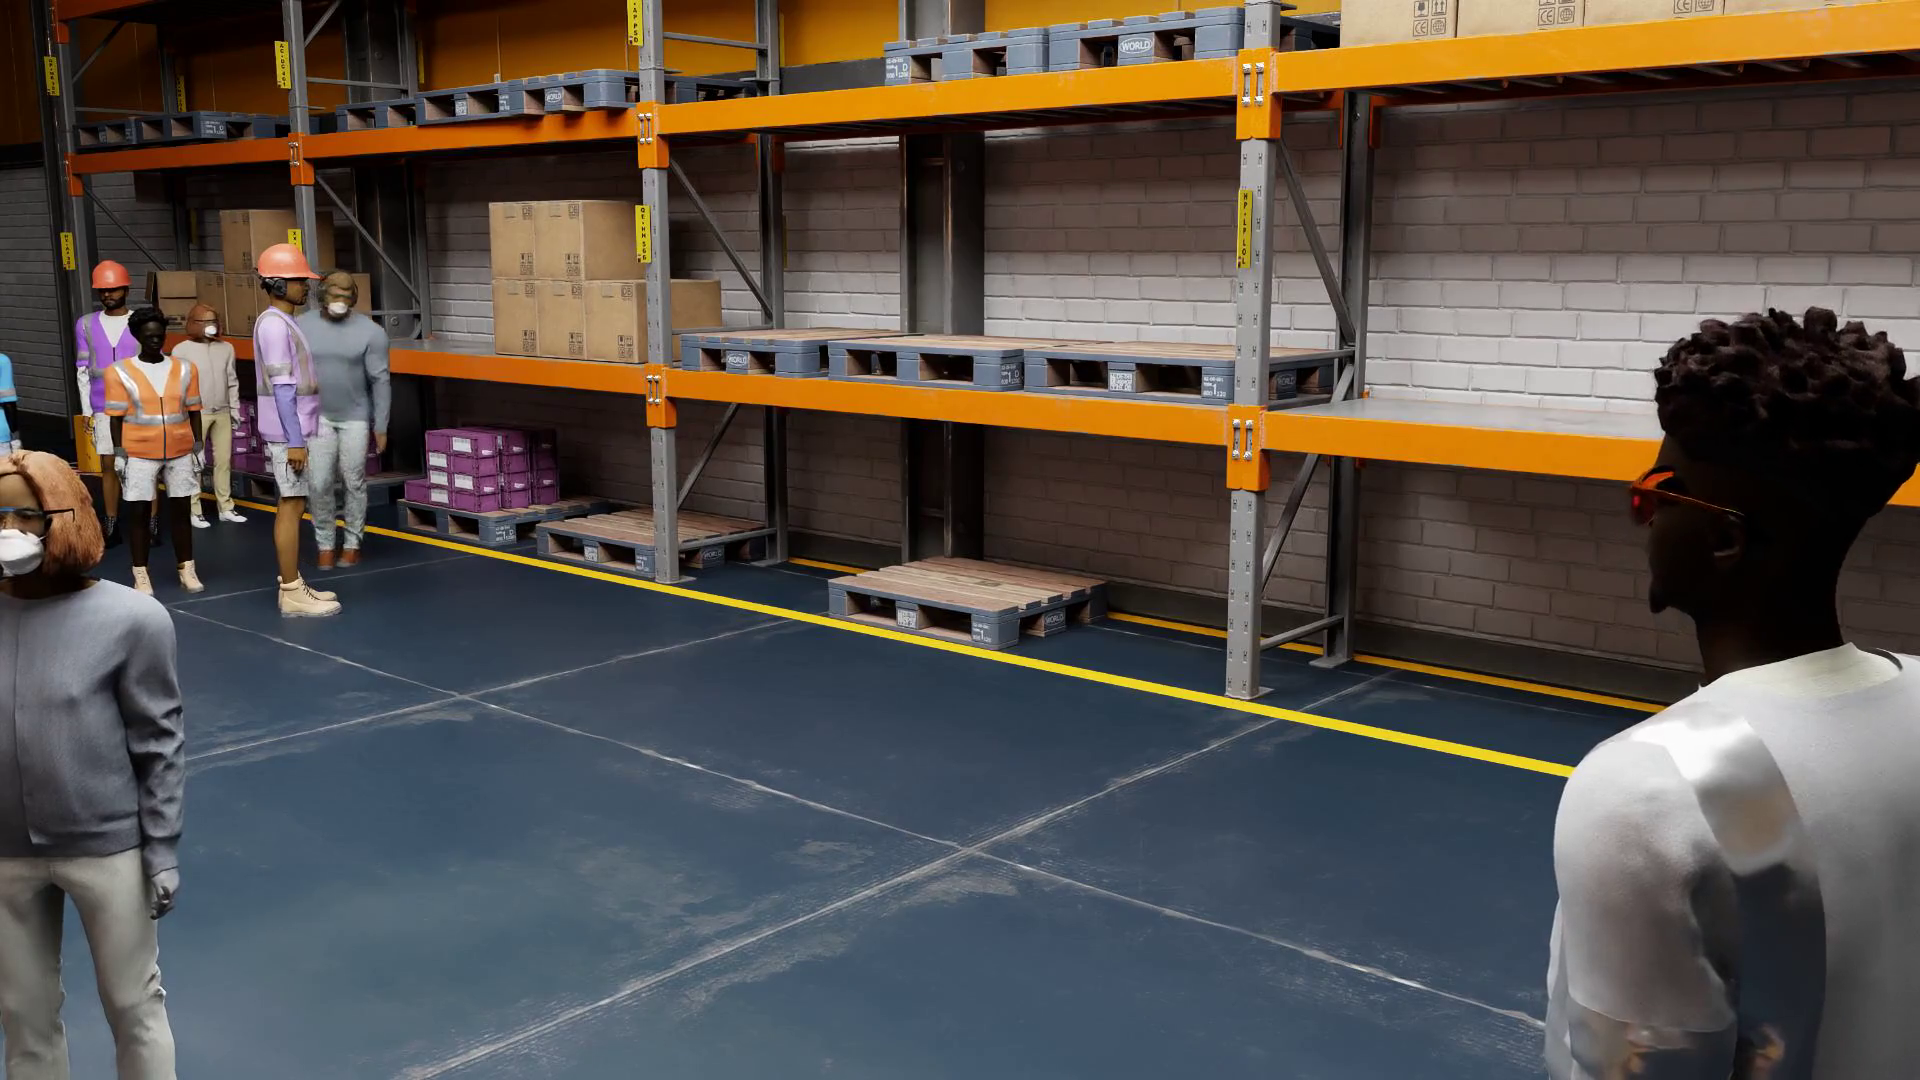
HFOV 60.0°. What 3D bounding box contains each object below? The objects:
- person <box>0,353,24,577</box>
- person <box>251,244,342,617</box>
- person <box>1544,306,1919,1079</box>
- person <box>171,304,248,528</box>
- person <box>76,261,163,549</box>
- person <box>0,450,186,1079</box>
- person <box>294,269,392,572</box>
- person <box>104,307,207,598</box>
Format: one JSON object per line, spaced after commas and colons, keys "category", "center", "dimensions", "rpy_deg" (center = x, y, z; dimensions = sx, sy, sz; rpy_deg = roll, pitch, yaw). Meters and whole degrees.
{"category": "person", "center": [-6.014, -0.606, 10.220], "dimensions": [0.535, 1.693, 0.322], "rpy_deg": [1, 10, 7]}
{"category": "person", "center": [-3.670, -0.597, 9.171], "dimensions": [0.370, 2.044, 0.608], "rpy_deg": [-4, 11, -22]}
{"category": "person", "center": [0.792, 0.745, 1.748], "dimensions": [0.605, 1.966, 0.367], "rpy_deg": [-7, 12, -34]}
{"category": "person", "center": [-5.473, -0.903, 12.114], "dimensions": [0.285, 1.626, 0.493], "rpy_deg": [6, 12, 31]}
{"category": "person", "center": [-5.649, -0.904, 11.220], "dimensions": [0.542, 1.938, 0.357], "rpy_deg": [-3, 10, -14]}
{"category": "person", "center": [-1.807, 0.631, 3.339], "dimensions": [0.500, 1.636, 0.285], "rpy_deg": [-1, 10, -5]}
{"category": "person", "center": [-3.862, -0.737, 10.403], "dimensions": [0.651, 1.888, 0.601], "rpy_deg": [-1, 10, -8]}
{"category": "person", "center": [-4.655, -0.504, 9.655], "dimensions": [0.538, 1.689, 0.321], "rpy_deg": [-9, 13, -41]}
